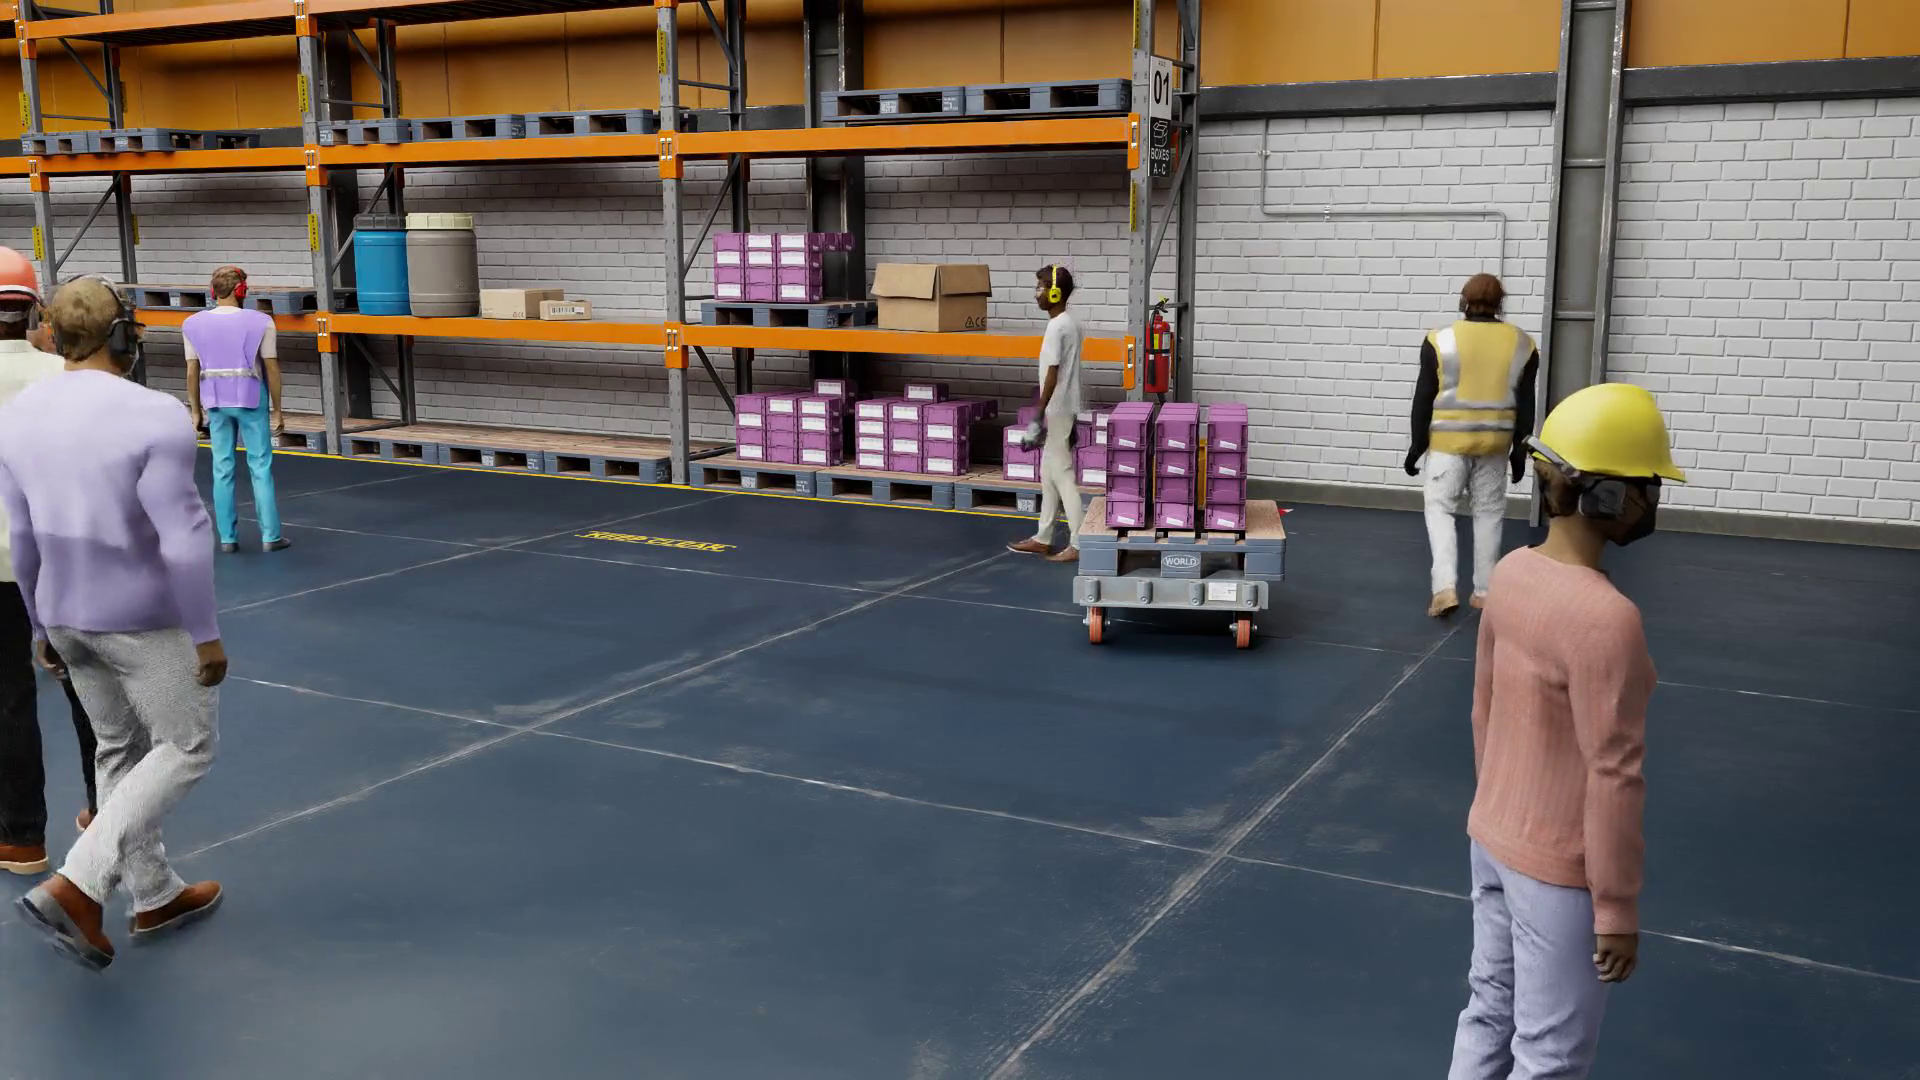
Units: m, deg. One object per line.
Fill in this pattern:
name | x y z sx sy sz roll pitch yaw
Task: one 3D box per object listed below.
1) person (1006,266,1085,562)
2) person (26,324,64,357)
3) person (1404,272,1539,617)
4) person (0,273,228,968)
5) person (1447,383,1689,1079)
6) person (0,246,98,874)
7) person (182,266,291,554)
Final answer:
person | 0.559 -0.762 10.389 0.651 1.855 0.556 2 11 13
person | -4.380 -0.228 7.993 0.495 1.618 0.502 -9 14 -41
person | 2.724 -0.498 8.881 0.652 1.846 0.463 0 10 1
person | -2.354 0.237 4.580 0.645 1.924 0.663 3 11 18
person | 1.123 0.593 3.084 0.330 1.765 0.533 -1 10 -5
person | -2.998 0.066 5.336 0.388 1.992 0.625 7 13 34
person | -4.621 -0.818 10.617 0.564 1.837 0.396 -1 10 -8
